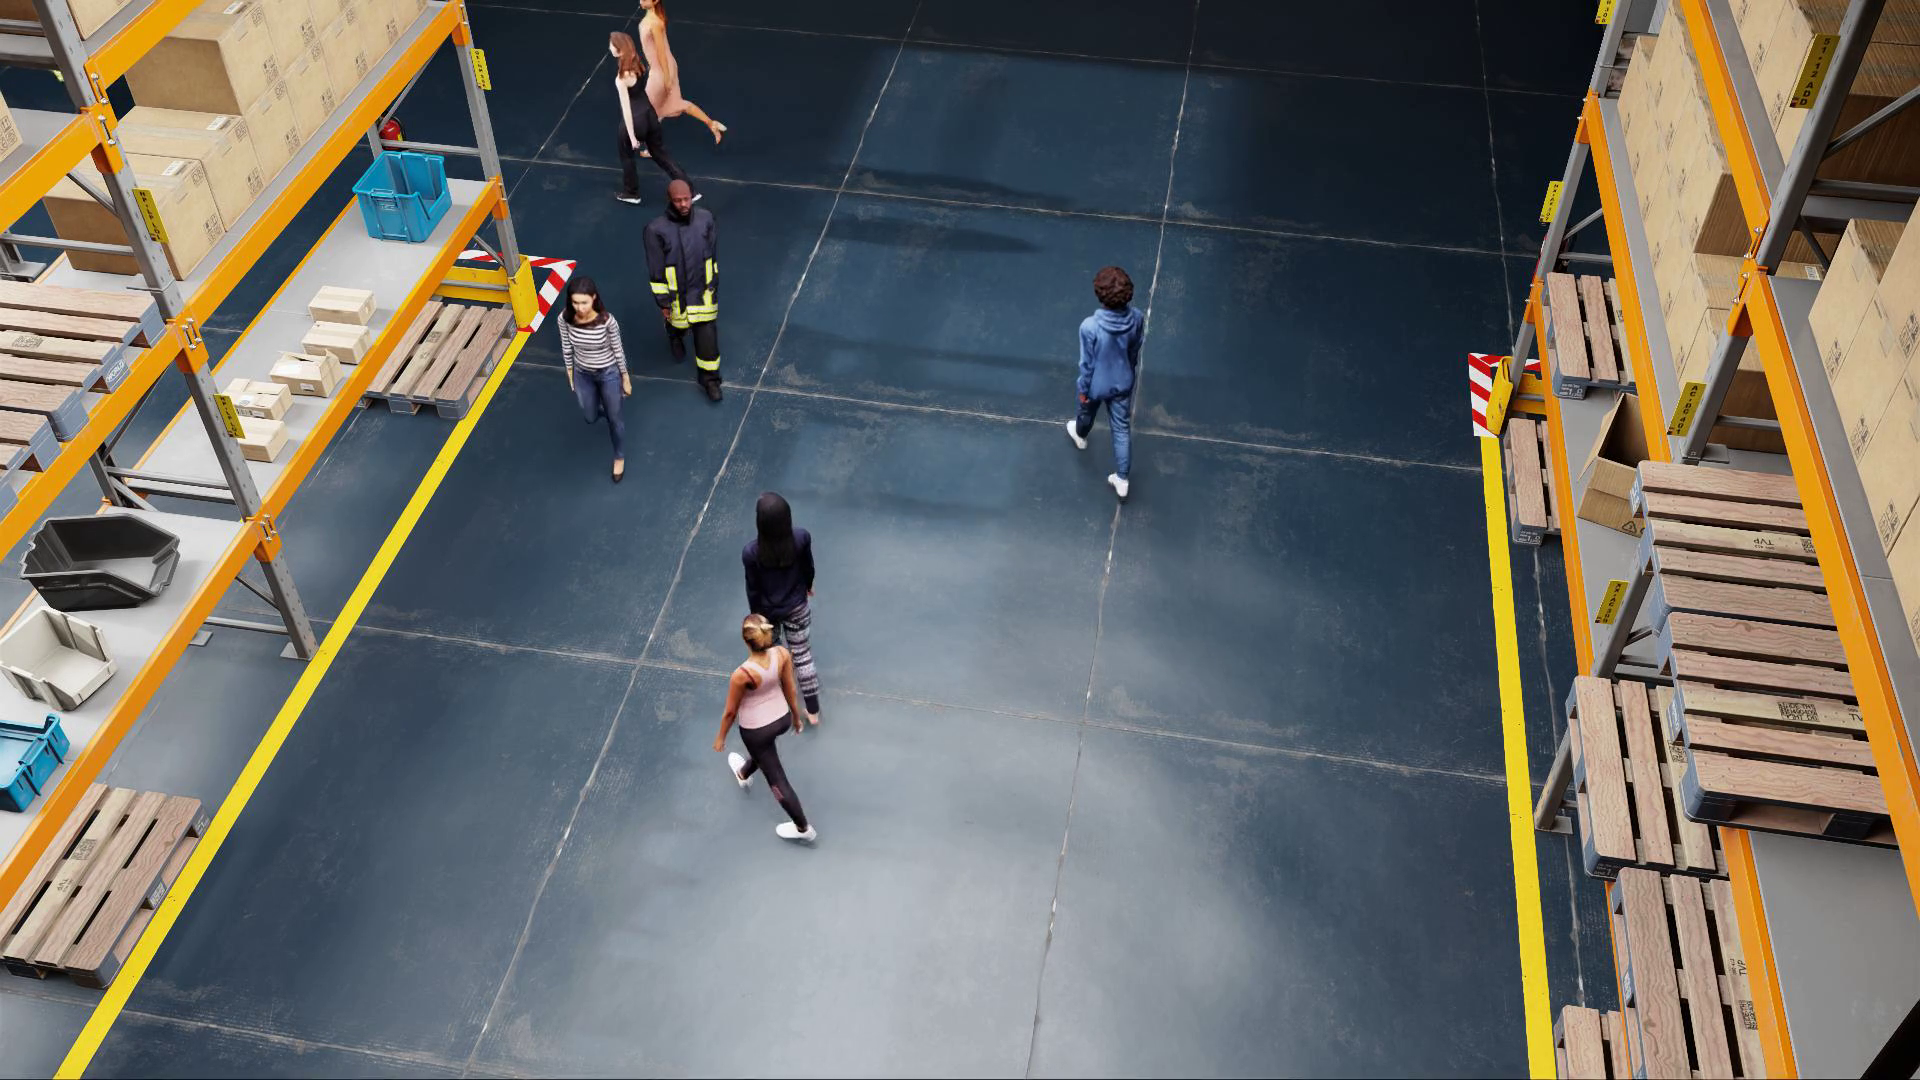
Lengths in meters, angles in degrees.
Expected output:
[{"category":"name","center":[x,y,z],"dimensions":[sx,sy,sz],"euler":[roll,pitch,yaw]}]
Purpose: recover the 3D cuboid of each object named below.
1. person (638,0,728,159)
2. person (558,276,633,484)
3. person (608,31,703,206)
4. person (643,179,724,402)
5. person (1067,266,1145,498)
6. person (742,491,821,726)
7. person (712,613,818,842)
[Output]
[{"category":"person","center":[-2.622,-4.250,15.236],"dimensions":[0.855,1.728,1.079],"euler":[-2,44,-2]},{"category":"person","center":[-2.592,-1.210,12.004],"dimensions":[0.684,1.784,0.864],"euler":[-1,44,-1]},{"category":"person","center":[-2.728,-3.651,14.625],"dimensions":[0.799,1.703,1.107],"euler":[17,46,17]},{"category":"person","center":[-2.154,-2.012,12.841],"dimensions":[1.118,1.792,1.323],"euler":[-14,45,-14]},{"category":"person","center":[1.090,-1.102,11.905],"dimensions":[1.031,1.765,1.268],"euler":[-12,45,-12]},{"category":"person","center":[-1.069,0.446,10.332],"dimensions":[0.991,1.693,1.175],"euler":[-16,46,-16]},{"category":"person","center":[-1.077,1.125,9.685],"dimensions":[1.130,1.604,1.144],"euler":[33,52,30]}]
